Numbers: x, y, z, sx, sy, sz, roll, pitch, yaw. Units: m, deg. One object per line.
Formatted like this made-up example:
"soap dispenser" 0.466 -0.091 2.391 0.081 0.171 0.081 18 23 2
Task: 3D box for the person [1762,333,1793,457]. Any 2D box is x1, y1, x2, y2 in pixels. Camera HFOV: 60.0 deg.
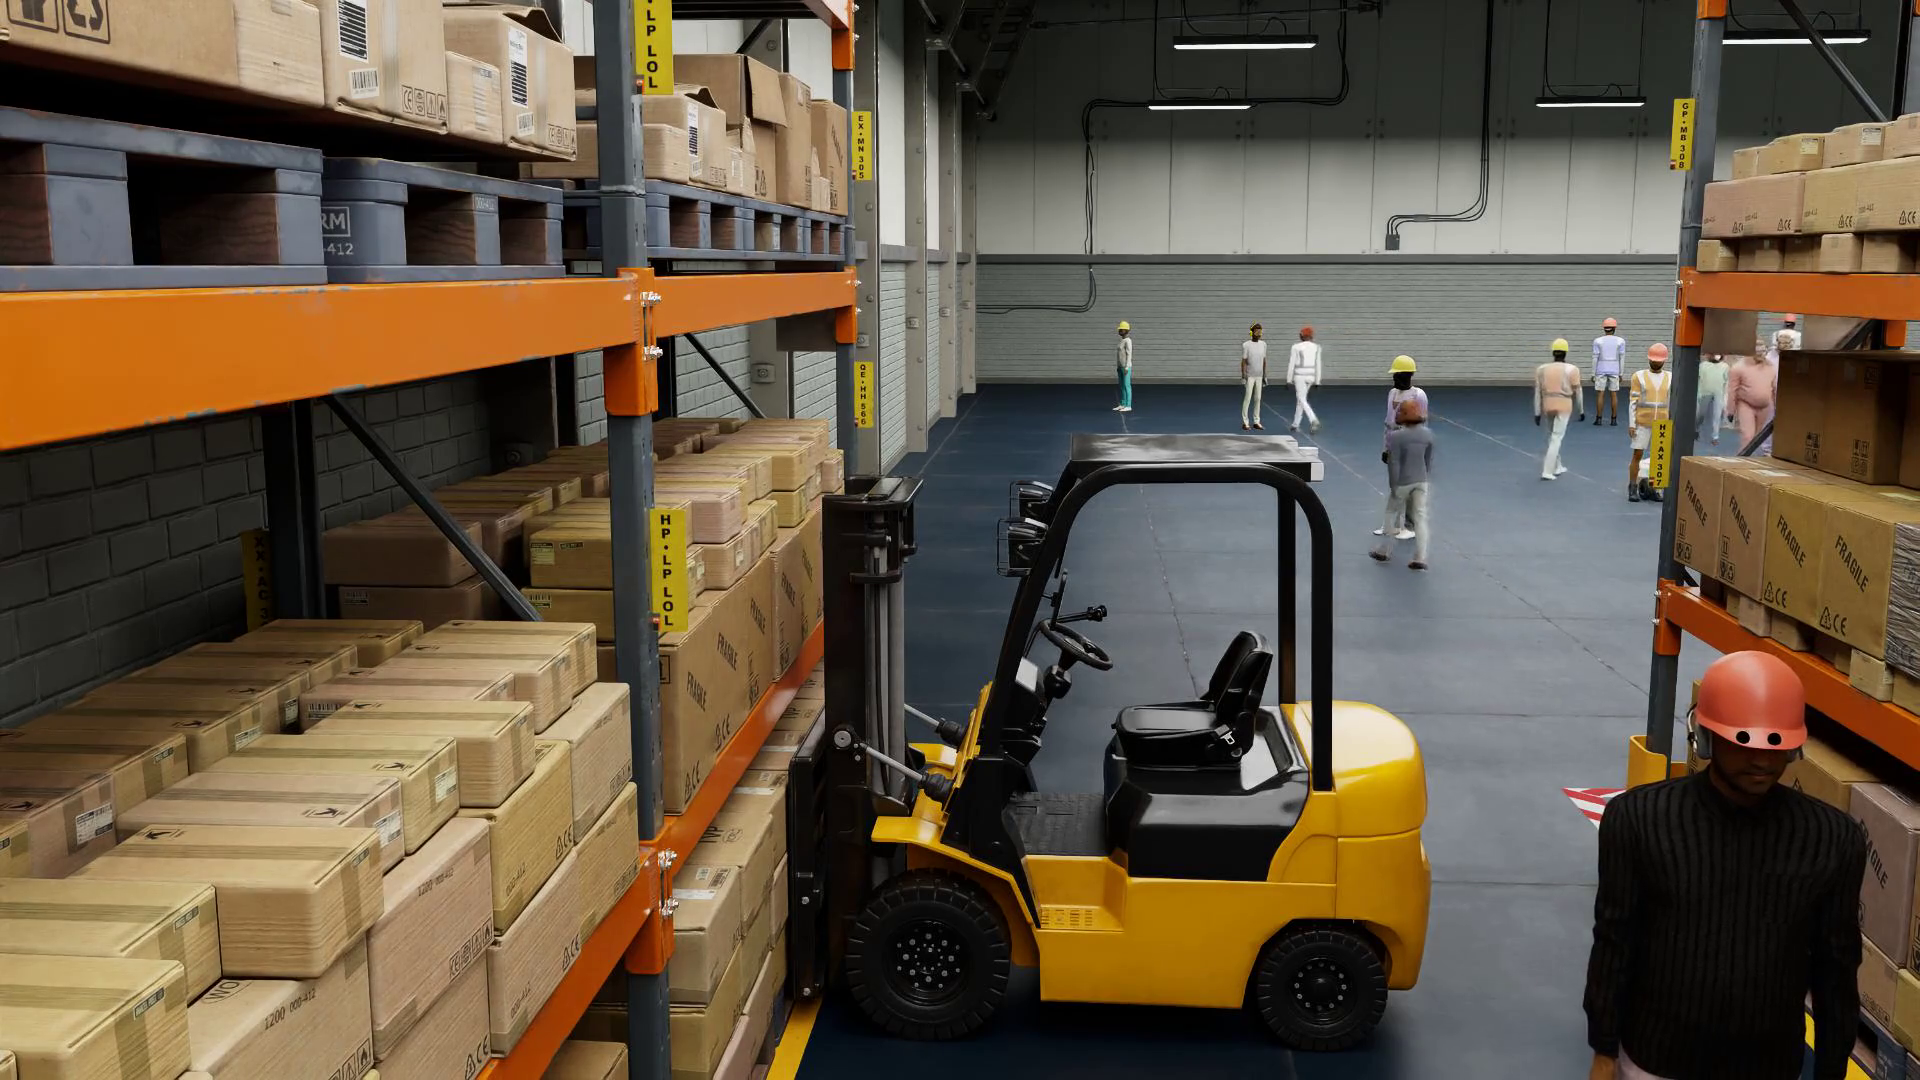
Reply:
"person" 11.853 -2.030 24.036 0.650 1.882 0.747 2 10 10

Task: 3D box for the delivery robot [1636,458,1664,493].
"delivery robot" 8.571 -0.836 20.515 0.477 0.478 0.707 0 9 -2

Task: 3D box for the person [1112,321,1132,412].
"person" 3.217 -3.413 32.744 0.299 1.772 0.530 -3 10 -16

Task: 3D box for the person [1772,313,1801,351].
"person" 16.598 -3.568 33.264 0.914 1.901 0.569 -8 12 -39

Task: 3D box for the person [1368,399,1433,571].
"person" 4.216 -0.534 15.812 0.508 1.603 0.788 -3 10 -16

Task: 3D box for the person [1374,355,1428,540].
"person" 4.640 -0.971 17.470 0.366 1.926 0.594 -4 10 -24

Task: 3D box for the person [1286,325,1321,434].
"person" 5.922 -2.736 28.394 0.638 1.851 0.897 -4 10 -23

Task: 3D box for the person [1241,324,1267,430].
"person" 5.138 -2.841 29.018 0.513 1.861 0.314 -5 10 -26

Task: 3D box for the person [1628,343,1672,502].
"person" 8.388 -1.415 20.158 0.542 1.928 0.374 1 9 4

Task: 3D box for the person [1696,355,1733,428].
"person" 13.341 -2.960 29.499 0.648 1.938 1.036 -5 10 -26

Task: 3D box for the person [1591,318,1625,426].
"person" 11.594 -3.006 29.787 0.543 1.932 0.376 3 10 15

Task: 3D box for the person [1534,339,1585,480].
"person" 8.055 -1.759 22.384 0.922 1.882 0.595 -8 12 -41

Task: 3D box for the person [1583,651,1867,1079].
"person" 1.812 1.228 3.983 0.605 1.986 0.402 2 10 14

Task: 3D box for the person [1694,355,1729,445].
"person" 12.092 -2.352 26.800 0.494 1.609 0.766 1 9 5

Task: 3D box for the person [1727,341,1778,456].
"person" 10.710 -1.734 22.322 0.641 1.855 0.989 0 9 -1
